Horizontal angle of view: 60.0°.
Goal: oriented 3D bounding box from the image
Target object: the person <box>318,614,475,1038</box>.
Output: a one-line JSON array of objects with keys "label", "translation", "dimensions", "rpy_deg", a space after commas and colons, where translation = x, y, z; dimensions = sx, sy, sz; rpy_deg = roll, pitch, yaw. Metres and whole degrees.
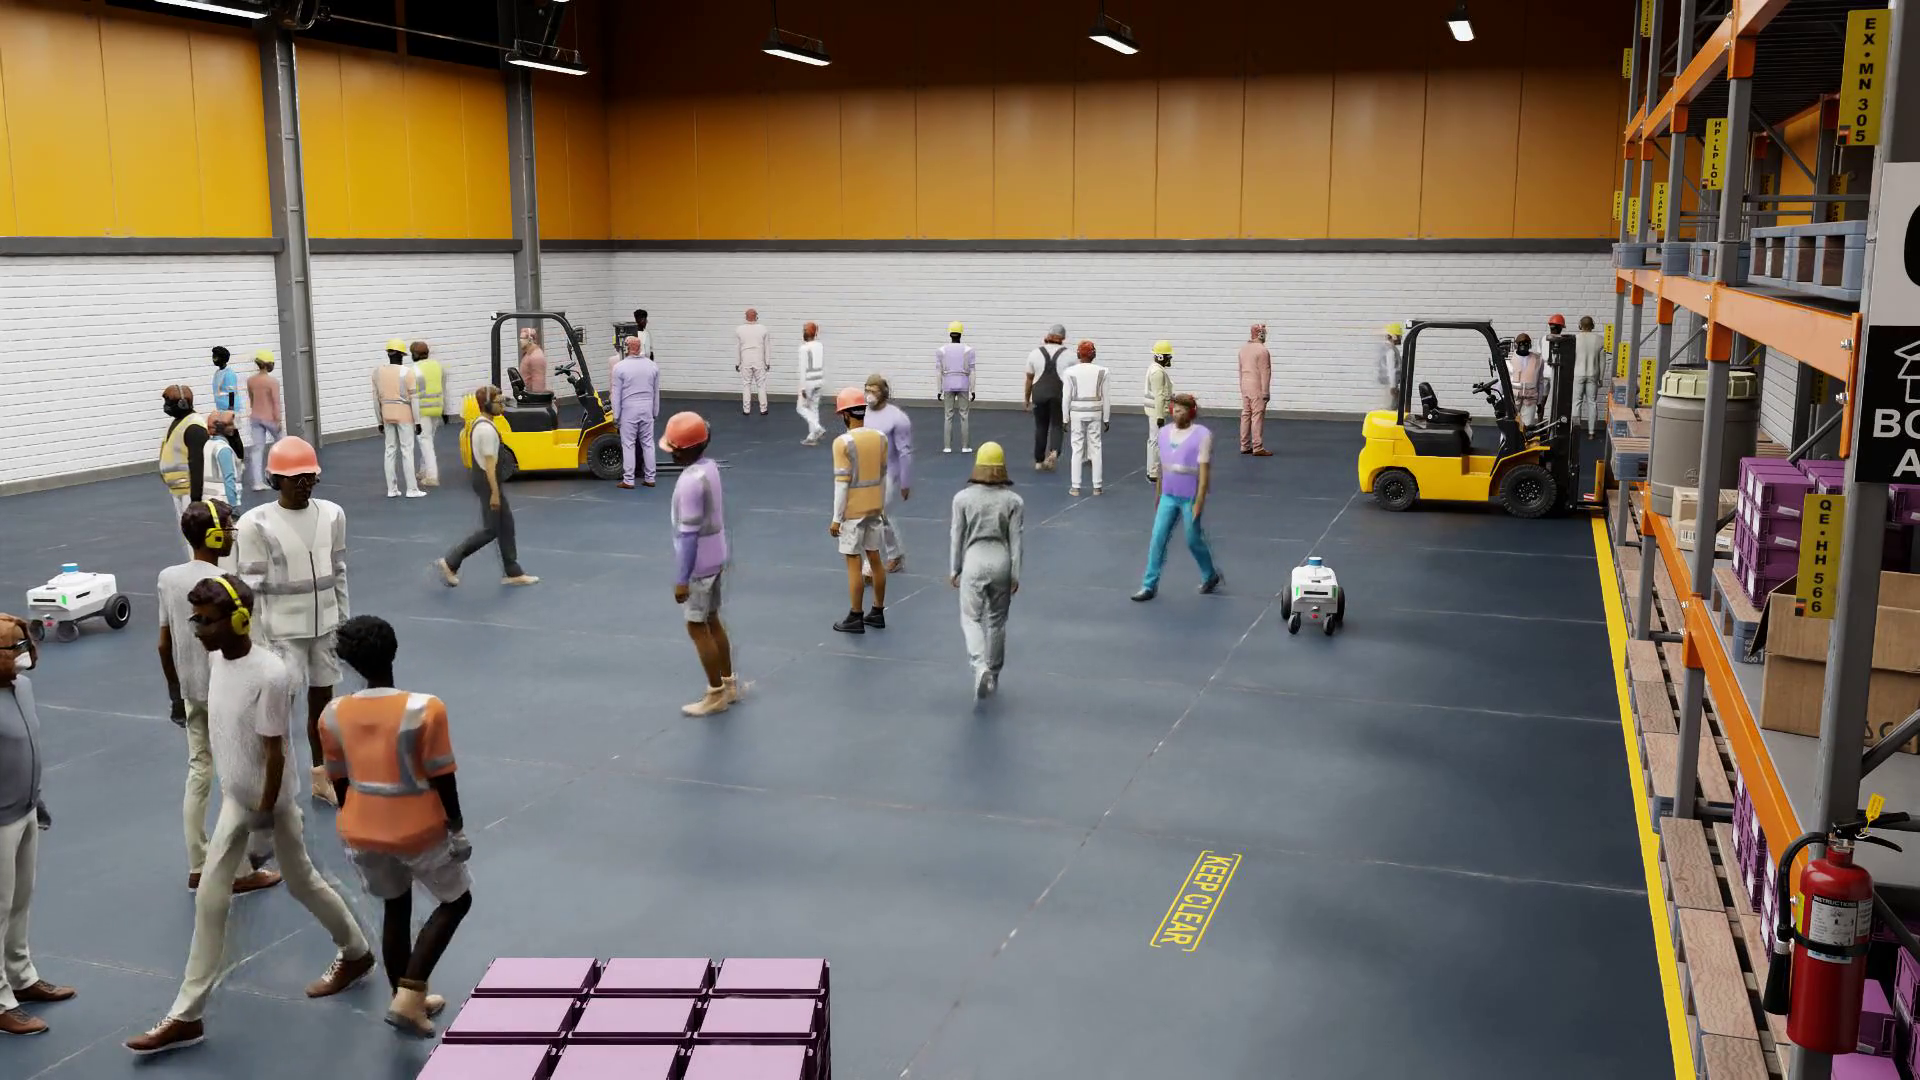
[{"label": "person", "translation": [-2.115, 1.092, 6.287], "dimensions": [0.557, 1.672, 0.447], "rpy_deg": [3, 10, 15]}]

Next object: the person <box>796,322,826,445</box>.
[{"label": "person", "translation": [-2.227, -2.348, 25.120], "dimensions": [0.466, 1.869, 0.585], "rpy_deg": [7, 12, 36]}]

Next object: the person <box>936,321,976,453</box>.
[{"label": "person", "translation": [-0.058, -2.216, 24.218], "dimensions": [0.586, 1.928, 0.364], "rpy_deg": [1, 10, 3]}]

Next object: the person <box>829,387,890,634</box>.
[{"label": "person", "translation": [-0.807, -0.231, 13.040], "dimensions": [0.379, 1.927, 0.542], "rpy_deg": [10, 14, 43]}]

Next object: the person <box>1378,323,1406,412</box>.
[{"label": "person", "translation": [6.760, -2.488, 26.051], "dimensions": [0.425, 1.819, 0.627], "rpy_deg": [2, 10, 9]}]

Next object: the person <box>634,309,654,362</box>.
[{"label": "person", "translation": [-5.417, -2.930, 28.176], "dimensions": [0.397, 1.956, 0.606], "rpy_deg": [8, 13, 39]}]

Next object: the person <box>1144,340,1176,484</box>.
[{"label": "person", "translation": [2.546, -1.627, 21.169], "dimensions": [0.403, 1.830, 0.600], "rpy_deg": [0, 10, 2]}]

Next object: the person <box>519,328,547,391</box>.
[{"label": "person", "translation": [-5.858, -1.950, 22.779], "dimensions": [0.402, 1.906, 0.651], "rpy_deg": [-4, 11, -20]}]

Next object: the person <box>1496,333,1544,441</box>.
[{"label": "person", "translation": [7.590, -1.878, 22.557], "dimensions": [0.630, 1.843, 0.429], "rpy_deg": [1, 10, 6]}]

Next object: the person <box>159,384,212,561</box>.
[{"label": "person", "translation": [-6.729, -0.443, 14.509], "dimensions": [0.430, 1.834, 0.626], "rpy_deg": [-9, 13, -40]}]

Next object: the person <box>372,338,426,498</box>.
[{"label": "person", "translation": [-6.729, -1.453, 19.948], "dimensions": [0.585, 1.918, 0.382], "rpy_deg": [2, 10, 12]}]

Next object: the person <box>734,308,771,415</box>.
[{"label": "person", "translation": [-3.699, -3.173, 29.669], "dimensions": [0.643, 1.910, 0.400], "rpy_deg": [-1, 10, -4]}]

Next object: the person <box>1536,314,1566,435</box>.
[{"label": "person", "translation": [9.453, -2.625, 26.528], "dimensions": [0.383, 1.927, 0.543], "rpy_deg": [-7, 12, -35]}]

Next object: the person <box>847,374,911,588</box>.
[{"label": "person", "translation": [-0.727, -0.565, 15.044], "dimensions": [0.634, 1.895, 1.022], "rpy_deg": [6, 12, 32]}]

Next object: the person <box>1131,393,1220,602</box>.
[{"label": "person", "translation": [1.907, -0.378, 14.262], "dimensions": [0.625, 1.799, 0.865], "rpy_deg": [9, 14, 42]}]

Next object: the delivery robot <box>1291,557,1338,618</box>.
[{"label": "delivery robot", "translation": [2.812, 0.380, 13.200], "dimensions": [0.477, 0.478, 0.707], "rpy_deg": [2, 10, 10]}]

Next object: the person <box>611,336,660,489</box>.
[{"label": "person", "translation": [-4.064, -1.589, 20.774], "dimensions": [0.650, 1.901, 0.401], "rpy_deg": [-8, 13, -38]}]

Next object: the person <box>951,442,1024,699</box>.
[{"label": "person", "translation": [0.190, 0.208, 11.137], "dimensions": [0.490, 1.722, 0.691], "rpy_deg": [-1, 10, -3]}]

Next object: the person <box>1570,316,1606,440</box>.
[{"label": "person", "translation": [9.742, -2.526, 25.951], "dimensions": [0.627, 1.934, 0.370], "rpy_deg": [1, 10, 4]}]

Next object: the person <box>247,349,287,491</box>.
[{"label": "person", "translation": [-8.544, -1.492, 20.676], "dimensions": [0.538, 1.742, 0.729], "rpy_deg": [3, 11, 18]}]

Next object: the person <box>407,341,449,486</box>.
[{"label": "person", "translation": [-6.866, -1.605, 21.071], "dimensions": [0.728, 1.817, 0.642], "rpy_deg": [6, 12, 30]}]

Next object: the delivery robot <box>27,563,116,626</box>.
[{"label": "delivery robot", "translation": [-6.903, 0.427, 12.934], "dimensions": [0.477, 0.478, 0.707], "rpy_deg": [1, 10, 5]}]

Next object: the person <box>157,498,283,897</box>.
[{"label": "person", "translation": [-3.478, 0.739, 7.770], "dimensions": [0.528, 1.858, 0.313], "rpy_deg": [4, 11, 19]}]

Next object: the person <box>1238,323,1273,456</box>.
[{"label": "person", "translation": [4.287, -2.170, 24.018], "dimensions": [0.401, 1.910, 0.640], "rpy_deg": [-4, 11, -23]}]

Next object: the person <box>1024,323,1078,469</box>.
[{"label": "person", "translation": [1.208, -1.927, 22.274], "dimensions": [0.738, 2.000, 0.751], "rpy_deg": [2, 10, 13]}]

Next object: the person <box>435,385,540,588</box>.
[{"label": "person", "translation": [-4.190, -0.457, 14.631], "dimensions": [0.826, 1.820, 0.517], "rpy_deg": [-3, 11, -18]}]

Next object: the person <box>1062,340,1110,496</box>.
[{"label": "person", "translation": [1.527, -1.473, 20.155], "dimensions": [0.584, 1.881, 0.337], "rpy_deg": [0, 10, -1]}]

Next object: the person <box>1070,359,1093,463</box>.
[{"label": "person", "translation": [1.720, -1.861, 23.098], "dimensions": [0.534, 1.606, 0.454], "rpy_deg": [7, 12, 33]}]

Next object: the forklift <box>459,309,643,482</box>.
[{"label": "forklift", "translation": [-5.354, -1.902, 21.697], "dimensions": [2.313, 2.155, 1.214], "rpy_deg": [-2, 10, -13]}]

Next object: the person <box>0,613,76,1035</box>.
[{"label": "person", "translation": [-3.692, 1.083, 6.467], "dimensions": [0.282, 1.633, 0.501], "rpy_deg": [-1, 10, -7]}]

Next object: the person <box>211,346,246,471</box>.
[{"label": "person", "translation": [-9.822, -1.754, 22.291], "dimensions": [0.321, 1.690, 0.536], "rpy_deg": [-9, 14, -42]}]

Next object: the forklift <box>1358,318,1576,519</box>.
[{"label": "forklift", "translation": [5.787, -1.437, 19.079], "dimensions": [2.313, 2.155, 1.214], "rpy_deg": [3, 11, 19]}]

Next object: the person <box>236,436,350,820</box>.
[{"label": "person", "translation": [-3.471, 0.464, 8.802], "dimensions": [0.392, 2.041, 0.615], "rpy_deg": [7, 12, 36]}]

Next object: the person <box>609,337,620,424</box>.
[{"label": "person", "translation": [-4.902, -2.133, 24.236], "dimensions": [0.335, 1.761, 0.531], "rpy_deg": [9, 13, 40]}]

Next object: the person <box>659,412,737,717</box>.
[{"label": "person", "translation": [-1.675, 0.150, 10.734], "dimensions": [0.384, 2.002, 0.777], "rpy_deg": [1, 10, 4]}]

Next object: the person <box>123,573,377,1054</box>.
[{"label": "person", "translation": [-2.728, 1.012, 6.421], "dimensions": [0.530, 1.806, 1.019], "rpy_deg": [7, 12, 35]}]

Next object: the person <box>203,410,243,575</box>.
[{"label": "person", "translation": [-6.289, -0.295, 14.220], "dimensions": [0.313, 1.636, 0.517], "rpy_deg": [-8, 13, -38]}]
